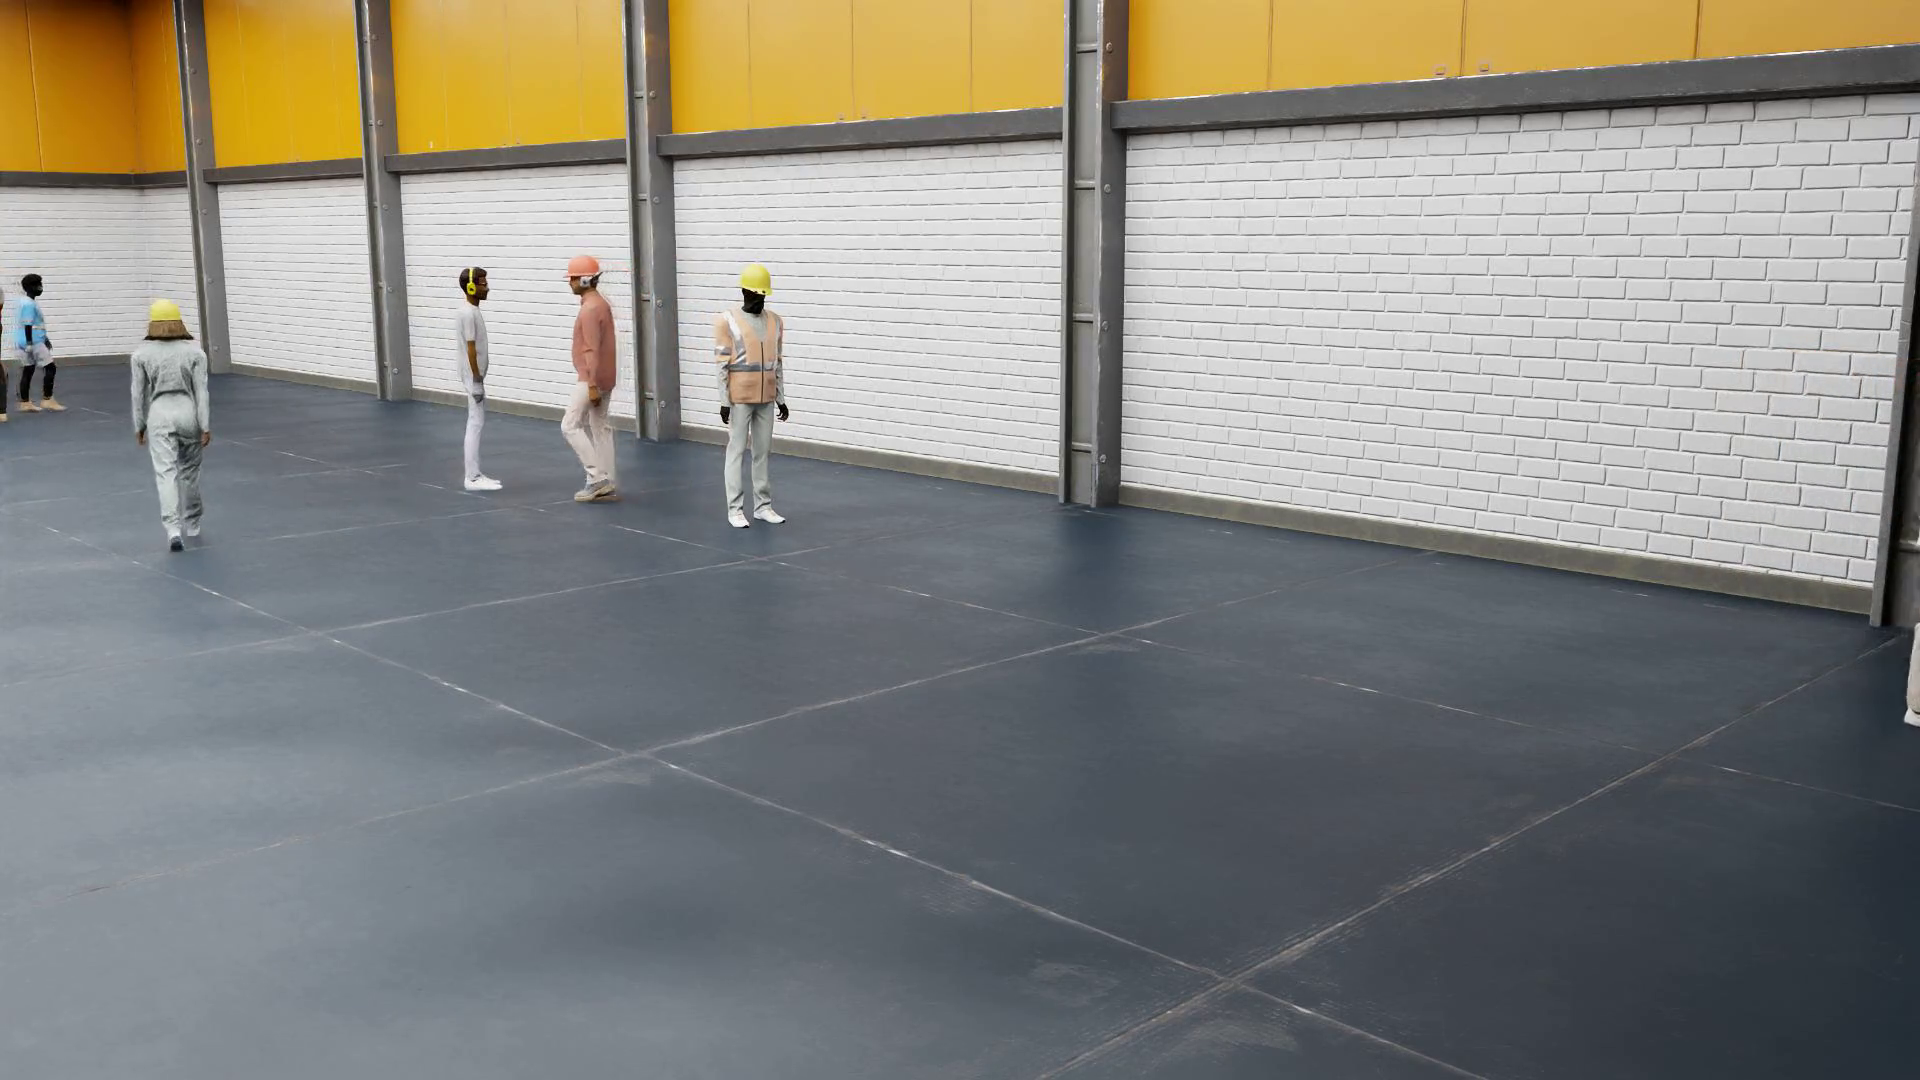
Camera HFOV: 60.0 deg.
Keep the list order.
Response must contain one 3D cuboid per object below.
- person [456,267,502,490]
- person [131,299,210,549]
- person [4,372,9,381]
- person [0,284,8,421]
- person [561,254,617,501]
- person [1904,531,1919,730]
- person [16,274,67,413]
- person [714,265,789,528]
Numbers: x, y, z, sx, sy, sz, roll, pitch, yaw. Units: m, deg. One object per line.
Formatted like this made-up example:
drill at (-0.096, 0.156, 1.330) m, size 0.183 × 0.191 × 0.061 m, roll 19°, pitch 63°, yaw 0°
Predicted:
person at (-4.064, -1.351, 13.980) m, size 0.308 × 1.868 × 0.528 m, roll -3°, pitch 11°, yaw -17°
person at (-5.436, -0.806, 11.484) m, size 0.497 × 1.697 × 0.922 m, roll -4°, pitch 11°, yaw -22°
person at (-13.059, -2.760, 22.001) m, size 0.614 × 1.751 × 0.531 m, roll -7°, pitch 12°, yaw -34°
person at (-11.193, -2.330, 18.850) m, size 0.536 × 2.000 × 0.672 m, roll 2°, pitch 11°, yaw 10°
person at (-2.968, -1.283, 13.302) m, size 0.465 × 1.976 × 0.626 m, roll 0°, pitch 10°, yaw 3°
person at (4.268, 0.038, 7.053) m, size 0.373 × 1.625 × 0.531 m, roll 9°, pitch 14°, yaw 41°
person at (-11.077, -2.361, 20.027) m, size 0.629 × 1.671 × 0.548 m, roll -7°, pitch 13°, yaw -34°
person at (-1.516, -1.055, 12.228) m, size 0.585 × 1.919 × 0.380 m, roll -9°, pitch 14°, yaw -40°
